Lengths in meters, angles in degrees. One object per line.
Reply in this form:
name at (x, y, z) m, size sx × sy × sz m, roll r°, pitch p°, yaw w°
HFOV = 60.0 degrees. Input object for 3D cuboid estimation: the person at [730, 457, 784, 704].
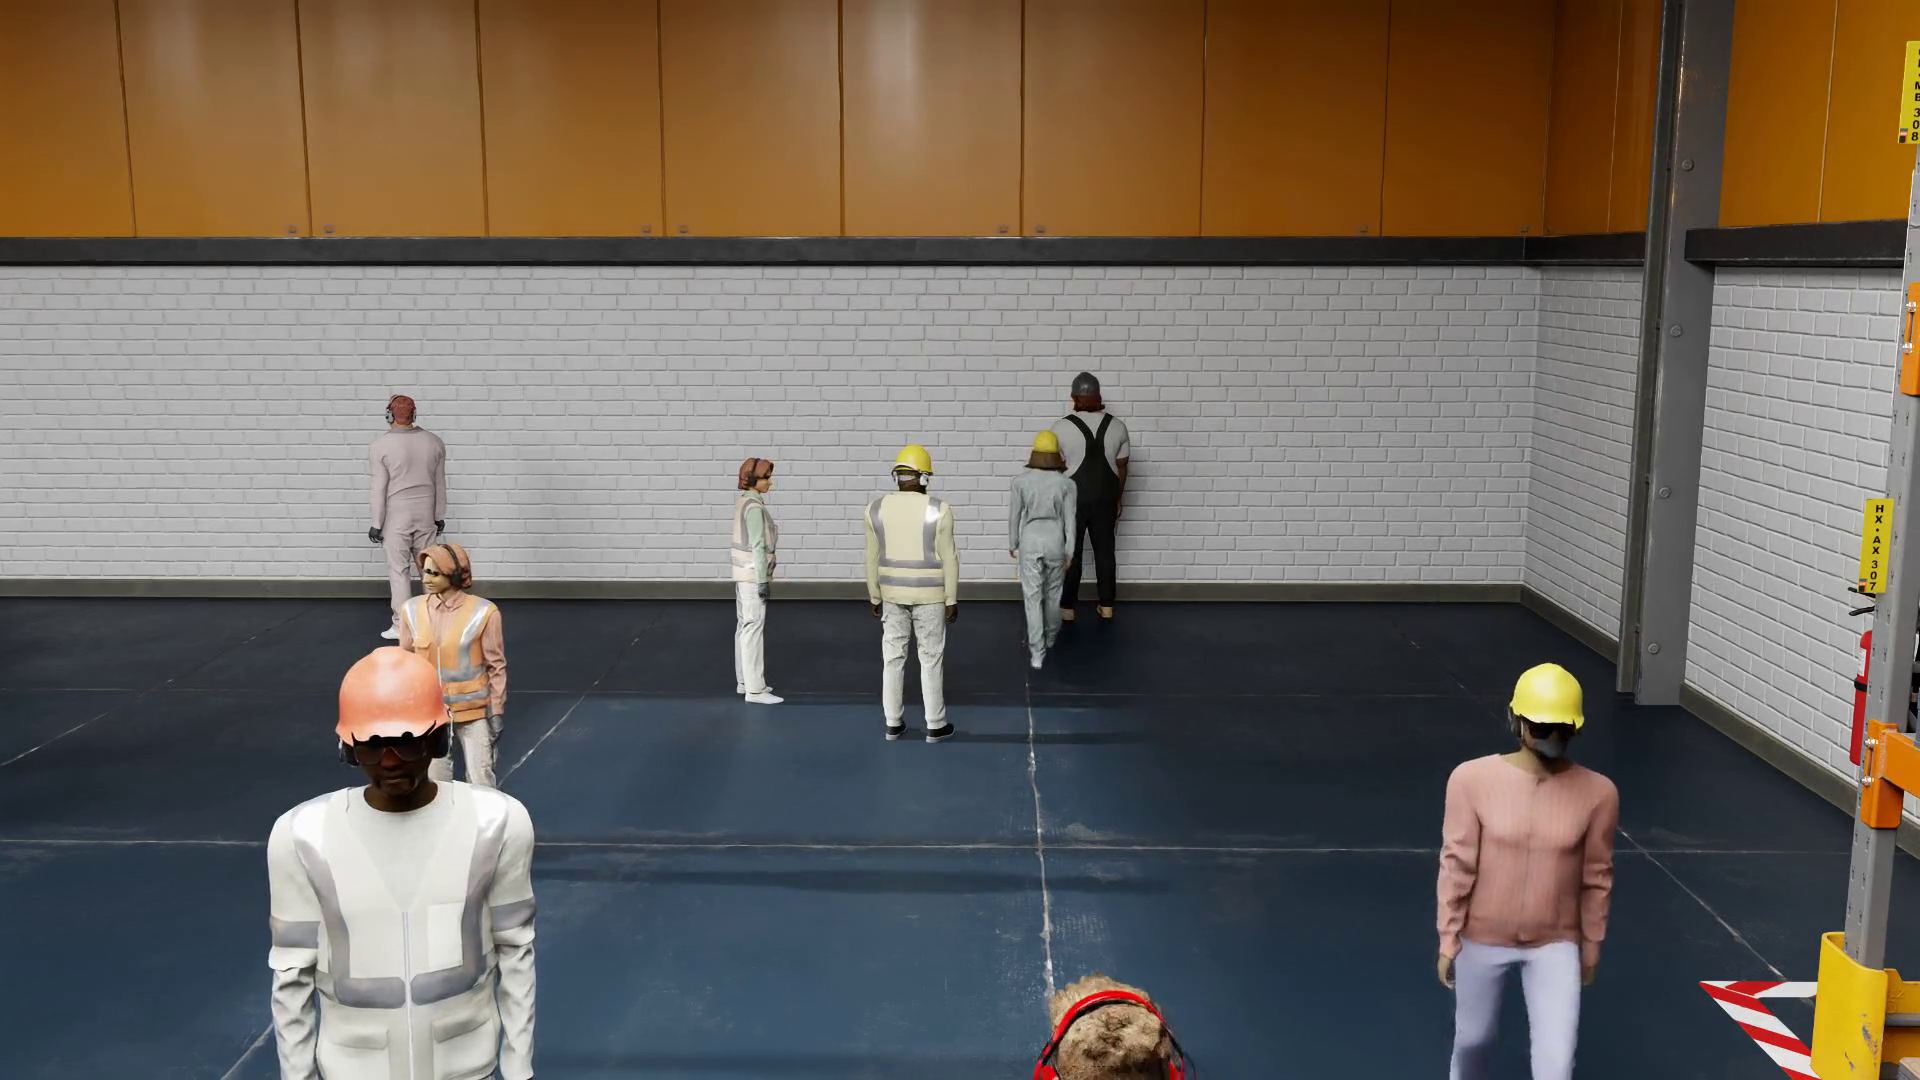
person at (-1.368, 0.268, 11.075) m, size 0.313 × 1.638 × 0.513 m, roll -3°, pitch 10°, yaw -17°

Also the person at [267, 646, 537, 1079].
person at (-1.303, 1.252, 3.967) m, size 0.608 × 2.044 × 0.370 m, roll -3°, pitch 10°, yaw -19°

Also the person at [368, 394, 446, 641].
person at (-4.306, -0.176, 12.927) m, size 0.408 × 1.906 × 0.654 m, roll 8°, pitch 12°, yaw 40°

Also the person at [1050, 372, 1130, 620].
person at (1.016, -0.365, 13.657) m, size 0.684 × 2.000 × 0.538 m, roll -3°, pitch 10°, yaw -15°

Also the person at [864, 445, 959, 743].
person at (-0.282, 0.331, 10.147) m, size 0.589 × 1.822 × 0.403 m, roll 3°, pitch 10°, yaw 16°

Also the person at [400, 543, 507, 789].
person at (-2.362, 0.818, 7.782) m, size 0.514 × 1.636 × 0.315 m, roll 1°, pitch 10°, yaw 9°

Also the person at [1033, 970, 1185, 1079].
person at (0.245, 1.584, 2.729) m, size 0.590 × 1.789 × 0.992 m, roll -2°, pitch 10°, yaw -12°

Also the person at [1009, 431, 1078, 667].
person at (0.607, 0.042, 12.254) m, size 0.494 × 1.694 × 0.914 m, roll 0°, pitch 9°, yaw -1°

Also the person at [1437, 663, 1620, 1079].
person at (1.733, 1.210, 5.130) m, size 0.531 × 1.732 × 0.823 m, roll 2°, pitch 10°, yaw 12°
